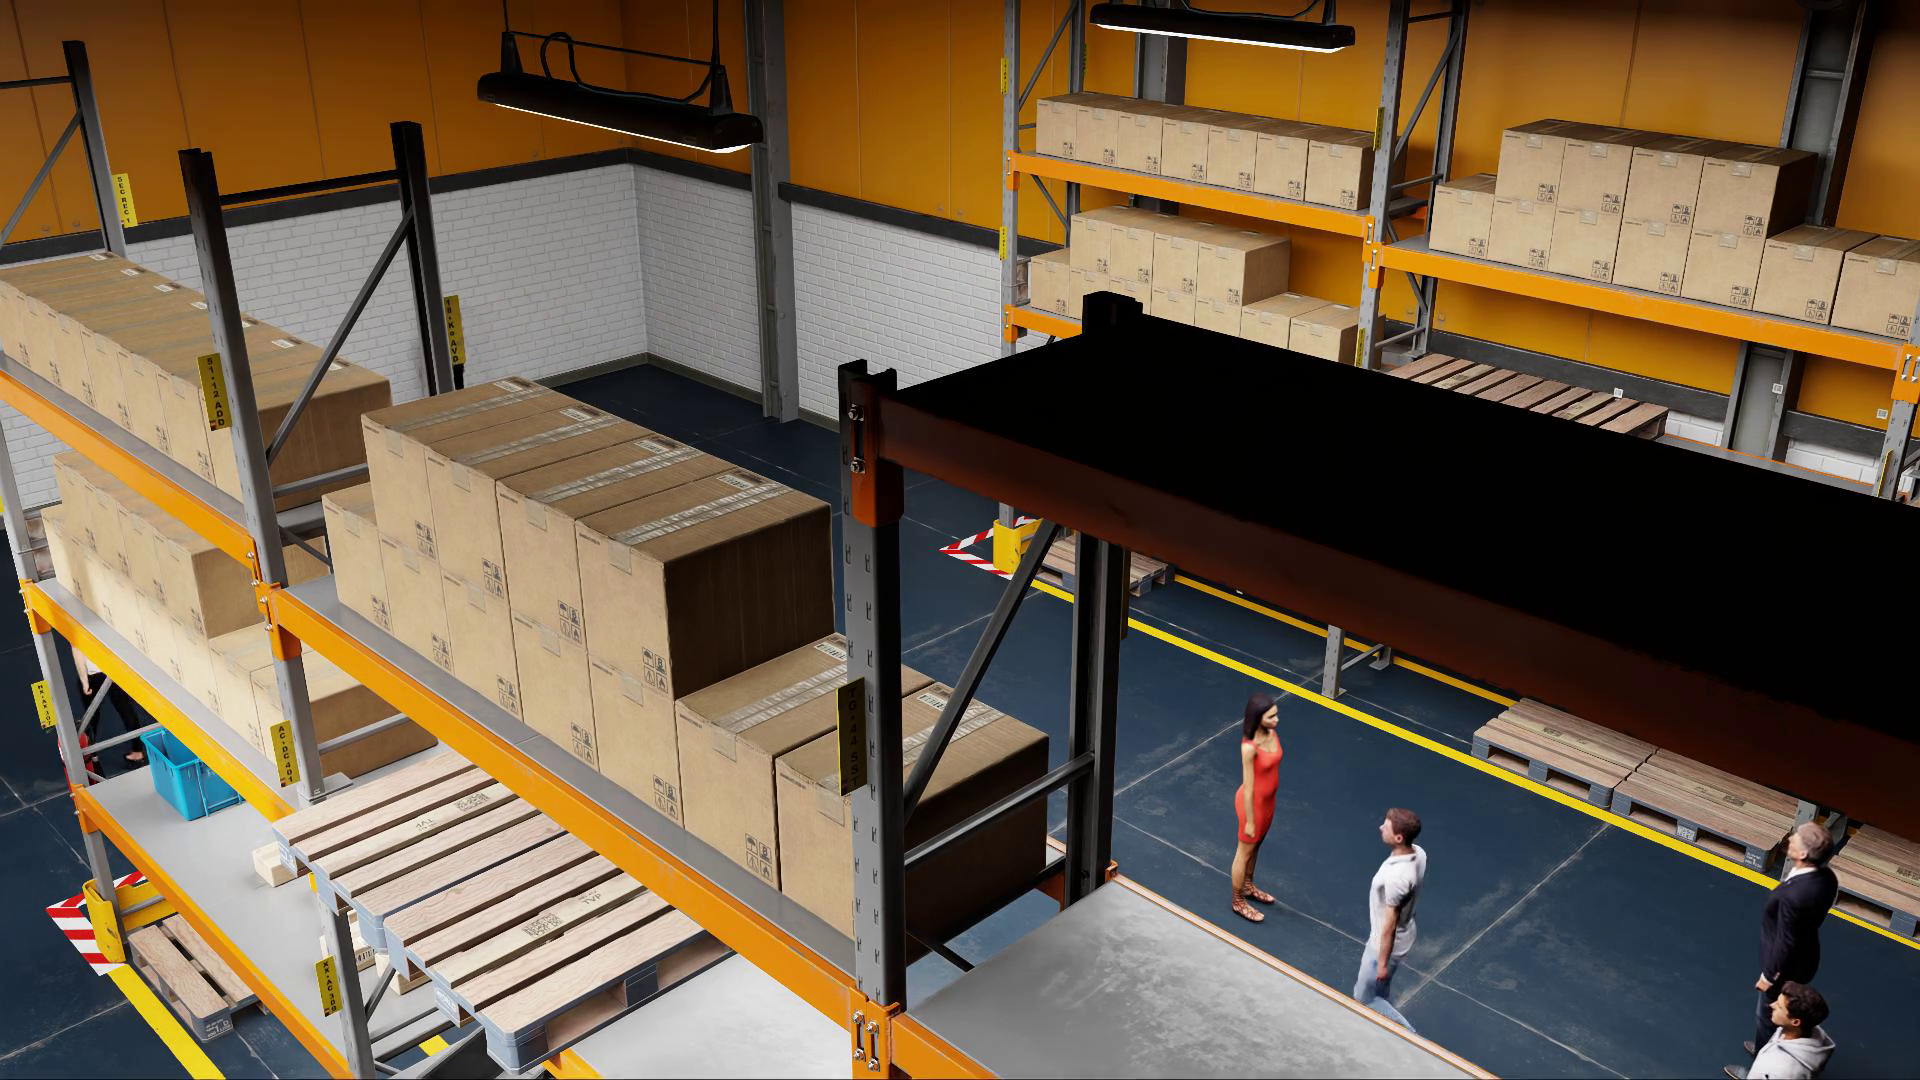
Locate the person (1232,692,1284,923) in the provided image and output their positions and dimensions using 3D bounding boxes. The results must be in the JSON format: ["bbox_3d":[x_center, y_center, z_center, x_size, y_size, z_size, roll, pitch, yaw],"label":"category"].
[{"bbox_3d":[2.071,1.849,11.676,0.618,1.719,0.641,12,26,26],"label":"person"}]

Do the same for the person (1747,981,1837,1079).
[{"bbox_3d":[4.199,3.083,8.588,0.702,1.931,0.742,12,27,26],"label":"person"}]

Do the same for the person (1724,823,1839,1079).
[{"bbox_3d":[5.009,2.508,10.048,0.694,1.815,0.600,-19,30,-37],"label":"person"}]

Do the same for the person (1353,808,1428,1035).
[{"bbox_3d":[2.698,2.469,10.112,0.956,1.836,0.785,13,27,28],"label":"person"}]

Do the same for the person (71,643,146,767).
[{"bbox_3d":[-6.894,1.085,13.475,1.121,1.678,0.763,14,27,29],"label":"person"}]
